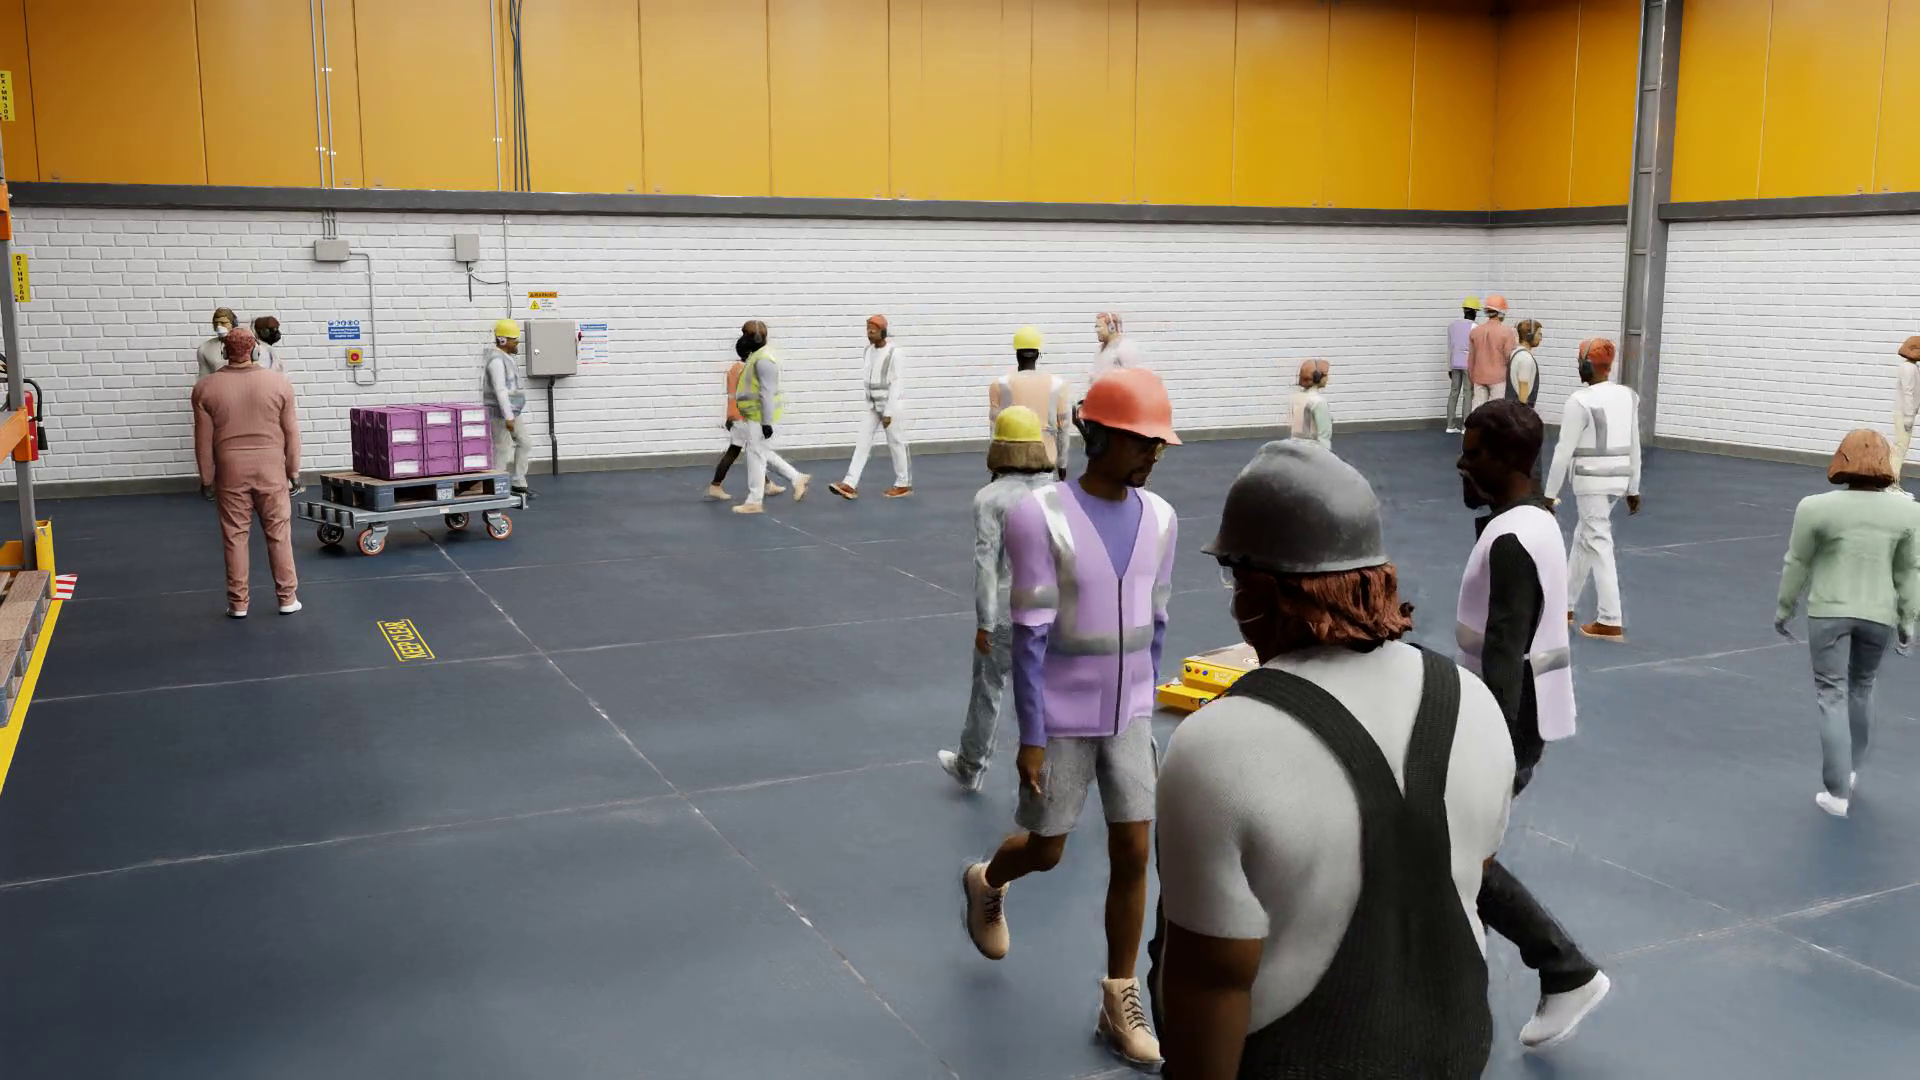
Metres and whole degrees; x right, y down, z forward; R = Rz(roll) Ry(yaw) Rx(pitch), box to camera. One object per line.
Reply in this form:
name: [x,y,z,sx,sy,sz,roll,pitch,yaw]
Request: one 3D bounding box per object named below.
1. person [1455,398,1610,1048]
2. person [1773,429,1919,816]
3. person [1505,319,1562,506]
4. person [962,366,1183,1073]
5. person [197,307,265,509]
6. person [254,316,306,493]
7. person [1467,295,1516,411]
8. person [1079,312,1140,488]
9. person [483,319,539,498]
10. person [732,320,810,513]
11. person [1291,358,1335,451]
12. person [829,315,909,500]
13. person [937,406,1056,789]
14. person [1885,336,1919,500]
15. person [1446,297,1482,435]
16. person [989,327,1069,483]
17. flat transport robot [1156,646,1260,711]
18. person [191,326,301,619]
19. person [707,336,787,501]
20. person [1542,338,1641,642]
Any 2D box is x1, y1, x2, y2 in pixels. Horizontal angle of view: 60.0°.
person: [1.570,0.540,4.856,0.607,1.903,0.640,3,10,19]
person: [3.767,0.325,7.121,0.502,1.607,0.725,2,9,9]
person: [5.446,-1.235,16.141,0.782,1.823,0.522,1,9,5]
person: [0.342,0.477,4.955,0.615,2.007,0.895,-5,10,-28]
person: [-6.952,-1.254,15.927,0.630,1.935,0.368,0,9,-3]
person: [-7.040,-1.354,16.843,0.606,1.830,0.638,-3,10,-17]
person: [6.274,-1.879,19.667,0.541,2.001,0.640,-8,12,-41]
person: [1.403,-1.311,16.461,0.950,1.861,0.645,-2,9,-15]
person: [-4.385,-1.262,16.340,0.616,1.806,0.610,-1,9,-5]
person: [-1.784,-1.160,15.650,0.697,1.827,0.636,-2,9,-12]
person: [2.654,-0.590,12.766,0.737,1.616,0.533,-2,9,-10]
person: [-0.848,-1.292,16.422,0.990,1.835,0.595,-9,13,-43]
person: [0.219,0.289,7.027,0.516,1.702,0.868,-5,10,-28]
person: [9.466,-1.221,16.621,0.268,1.630,0.507,5,10,28]
person: [7.053,-2.420,23.185,0.388,1.919,0.584,-8,12,-39]
person: [0.494,-0.600,12.030,0.607,1.894,0.862,-1,9,-6]
flat transport robot: [1.726,0.705,8.885,0.652,0.197,1.431,9,13,44]
person: [-4.654,-0.437,10.910,0.636,1.911,0.404,-4,10,-22]
person: [-2.155,-1.213,16.538,0.902,1.645,0.534,-5,10,-28]
person: [3.856,-0.325,10.385,0.616,1.847,0.851,-6,11,-31]
